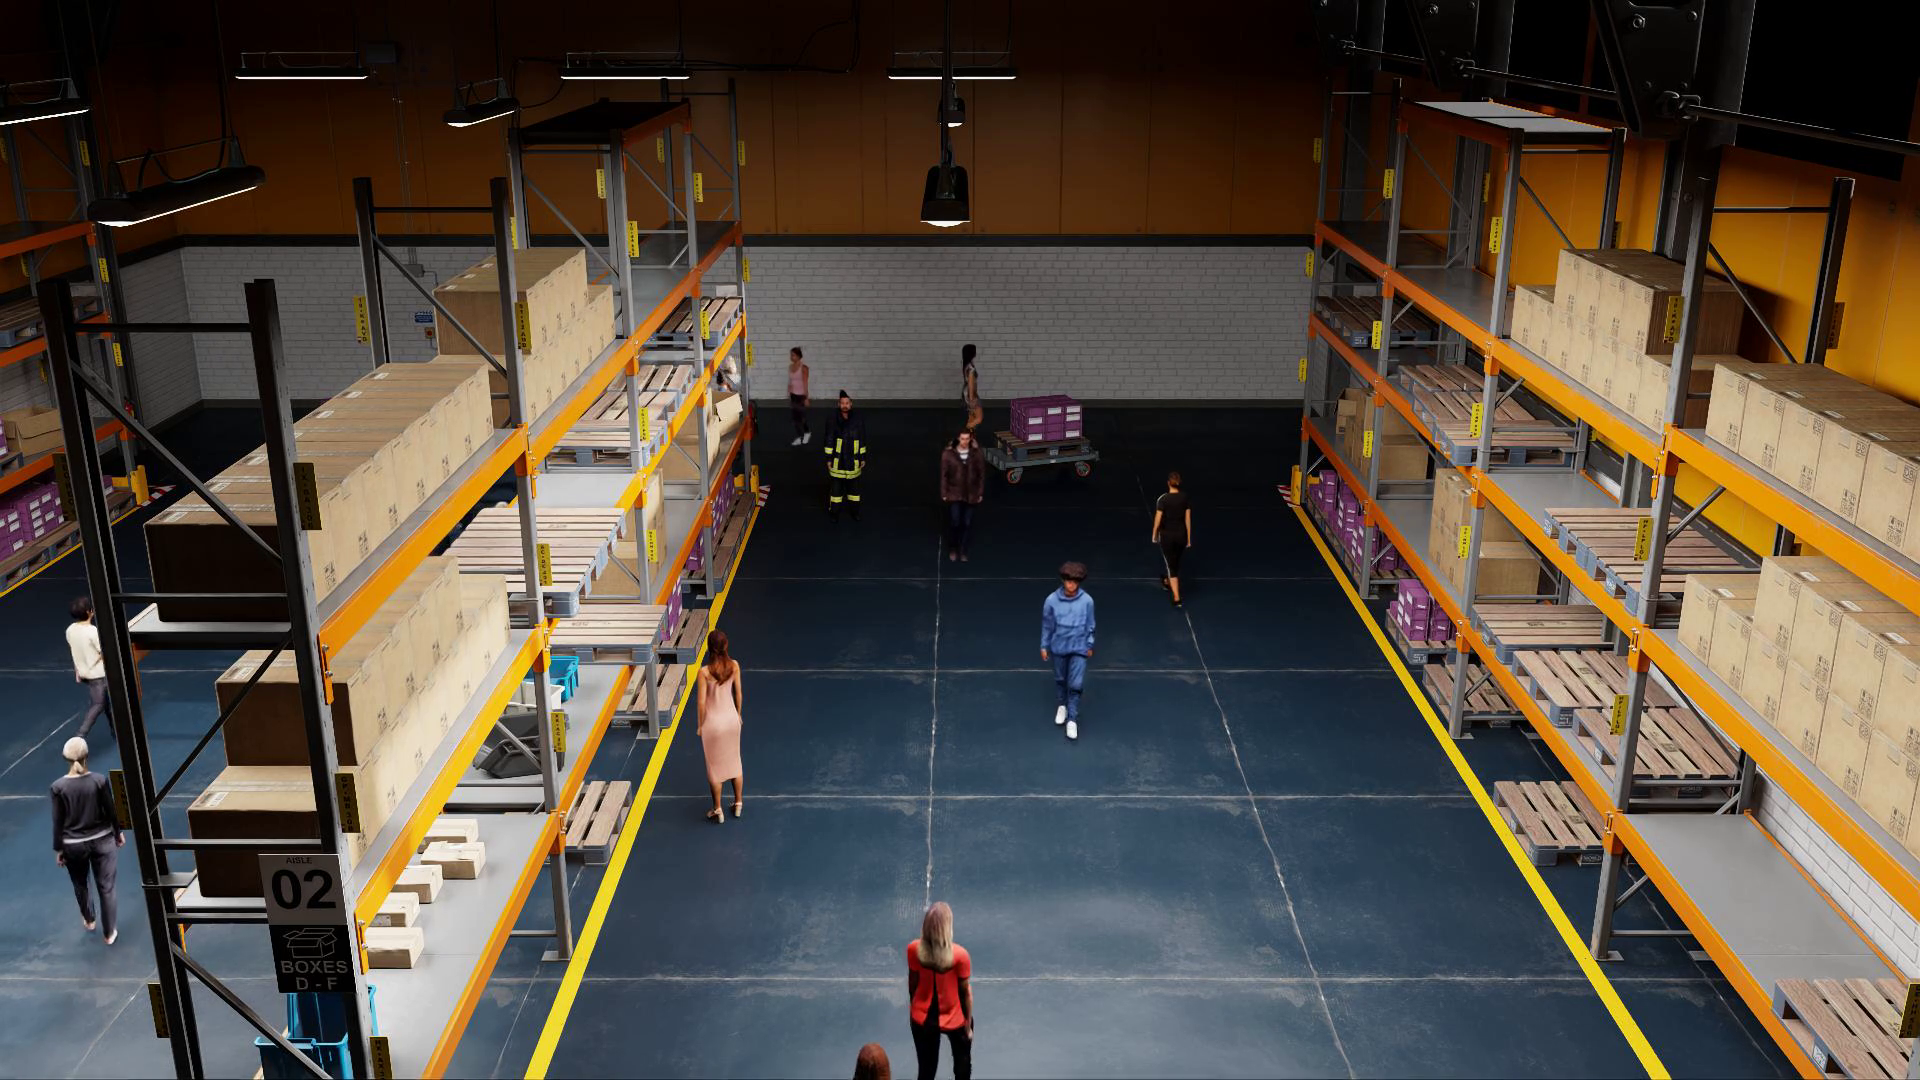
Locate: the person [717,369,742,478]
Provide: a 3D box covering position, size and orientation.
[{"bbox_3d":[-3.580,-1.678,24.901,0.728,1.785,0.619,-2,19,-5],"label":"person"}]

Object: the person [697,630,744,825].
[{"bbox_3d":[-2.142,1.660,14.916,0.657,1.832,0.674,-11,22,-30],"label":"person"}]

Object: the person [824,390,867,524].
[{"bbox_3d":[-1.606,-1.187,23.328,0.796,1.859,0.748,-3,19,-10],"label":"person"}]

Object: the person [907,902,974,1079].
[{"bbox_3d":[-0.154,3.152,10.725,0.735,1.679,0.889,5,19,14],"label":"person"}]

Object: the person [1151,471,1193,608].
[{"bbox_3d":[2.606,0.018,20.120,0.741,1.623,1.160,-4,19,-11],"label":"person"}]

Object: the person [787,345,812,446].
[{"bbox_3d":[-2.582,-2.354,27.149,0.711,1.632,0.761,13,23,34],"label":"person"}]

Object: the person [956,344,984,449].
[{"bbox_3d":[0.103,-2.296,26.835,0.757,1.722,0.694,-5,19,-15],"label":"person"}]

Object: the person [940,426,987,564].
[{"bbox_3d":[0.024,-0.624,21.699,0.814,1.831,0.755,-4,19,-11],"label":"person"}]

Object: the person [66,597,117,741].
[{"bbox_3d":[-8.513,1.354,16.256,0.864,1.556,1.078,9,20,24],"label":"person"}]

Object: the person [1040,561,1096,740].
[{"bbox_3d":[1.108,1.043,16.837,0.789,1.774,1.017,3,19,9],"label":"person"}]

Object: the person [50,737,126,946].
[{"bbox_3d":[-6.799,2.381,12.964,0.793,1.712,0.849,-8,20,-23],"label":"person"}]

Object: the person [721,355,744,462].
[{"bbox_3d":[-3.526,-2.059,26.147,0.744,1.712,0.597,7,20,19],"label":"person"}]
